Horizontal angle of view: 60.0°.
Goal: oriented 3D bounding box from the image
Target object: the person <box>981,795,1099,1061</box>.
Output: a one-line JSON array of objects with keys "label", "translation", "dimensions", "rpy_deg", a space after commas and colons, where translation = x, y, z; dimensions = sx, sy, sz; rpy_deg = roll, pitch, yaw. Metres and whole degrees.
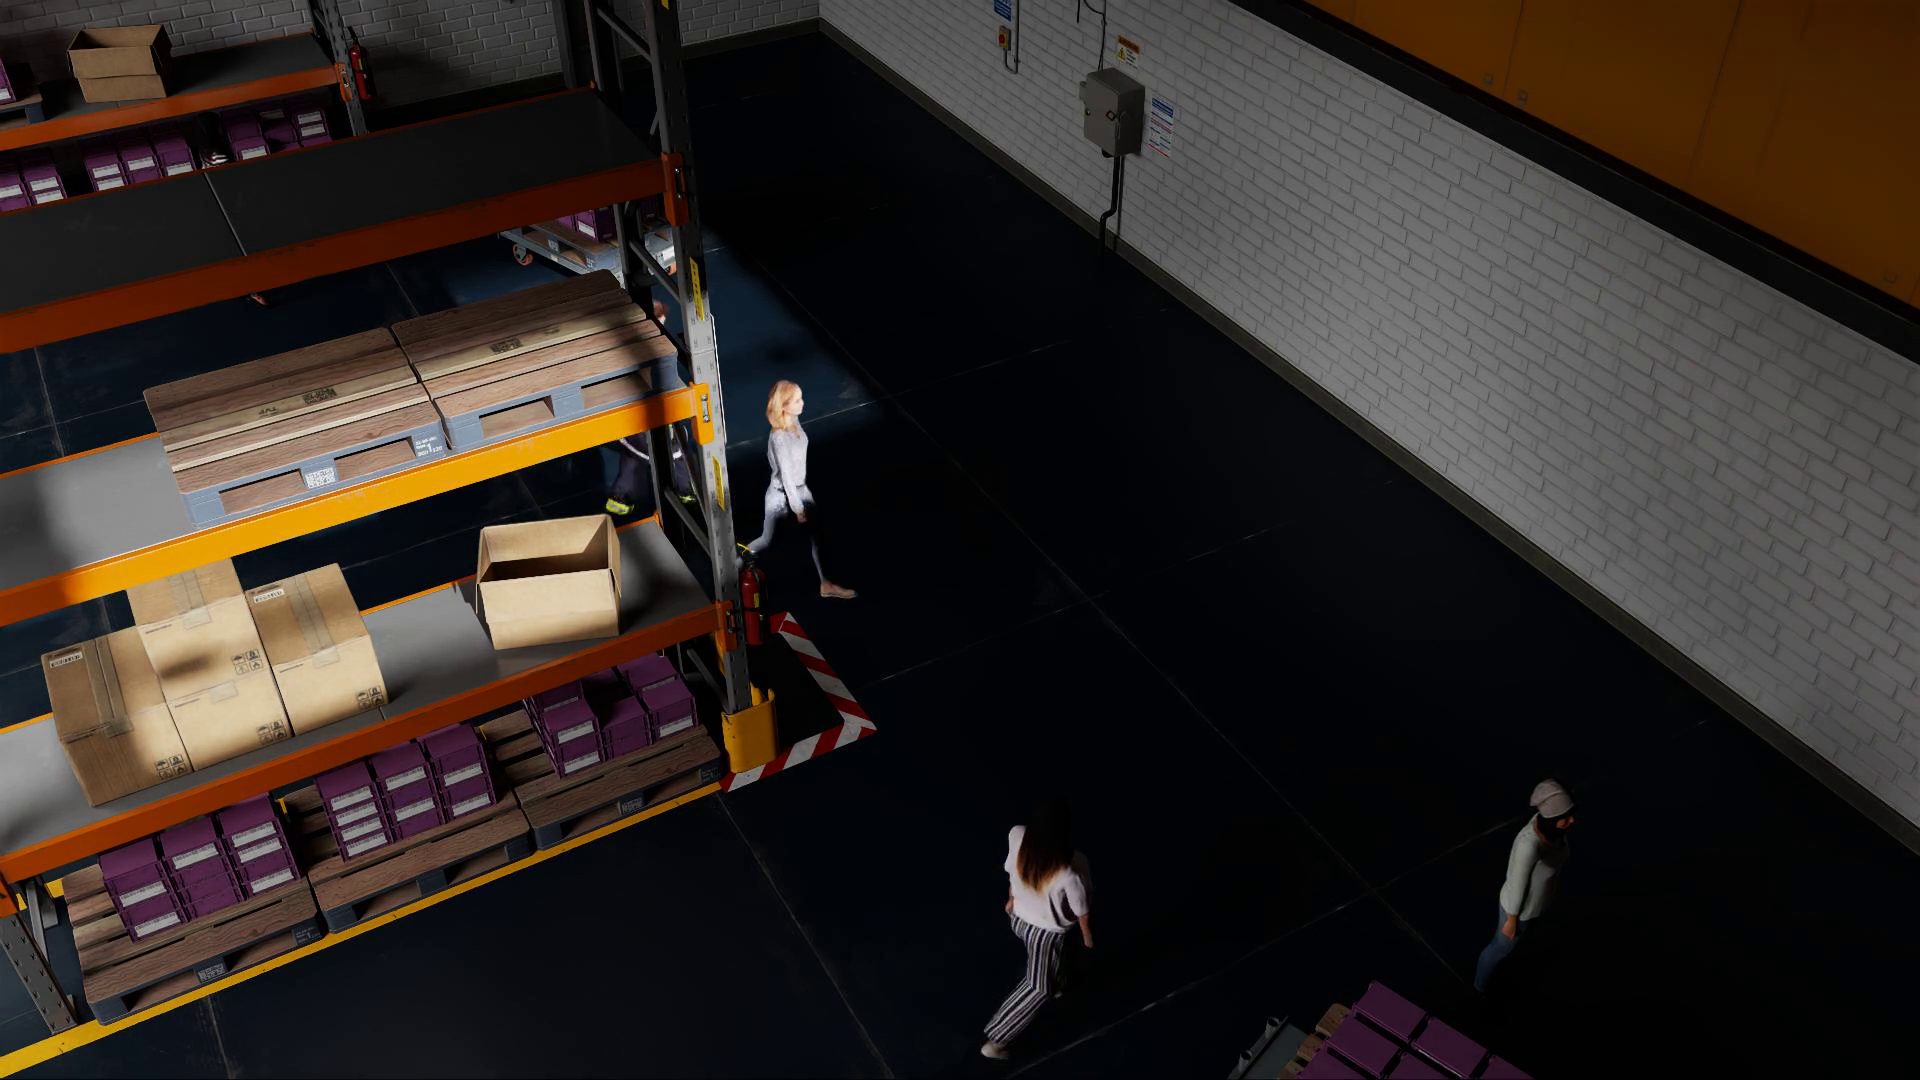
[{"label": "person", "translation": [0.390, 1.971, 8.398], "dimensions": [1.105, 1.644, 0.752], "rpy_deg": [-25, 45, -28]}]

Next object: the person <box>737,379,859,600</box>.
[{"label": "person", "translation": [-1.242, -0.282, 11.130], "dimensions": [1.185, 1.756, 1.110], "rpy_deg": [9, 39, 11]}]

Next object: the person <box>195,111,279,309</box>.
[{"label": "person", "translation": [-6.246, -2.821, 14.277], "dimensions": [0.652, 1.794, 0.609], "rpy_deg": [31, 48, 33]}]

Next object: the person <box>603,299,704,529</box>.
[{"label": "person", "translation": [-2.243, -0.778, 11.605], "dimensions": [0.993, 1.937, 1.347], "rpy_deg": [32, 48, 33]}]

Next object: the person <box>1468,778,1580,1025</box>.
[{"label": "person", "translation": [2.917, 1.832, 8.571], "dimensions": [0.698, 1.644, 0.542], "rpy_deg": [27, 46, 30]}]
